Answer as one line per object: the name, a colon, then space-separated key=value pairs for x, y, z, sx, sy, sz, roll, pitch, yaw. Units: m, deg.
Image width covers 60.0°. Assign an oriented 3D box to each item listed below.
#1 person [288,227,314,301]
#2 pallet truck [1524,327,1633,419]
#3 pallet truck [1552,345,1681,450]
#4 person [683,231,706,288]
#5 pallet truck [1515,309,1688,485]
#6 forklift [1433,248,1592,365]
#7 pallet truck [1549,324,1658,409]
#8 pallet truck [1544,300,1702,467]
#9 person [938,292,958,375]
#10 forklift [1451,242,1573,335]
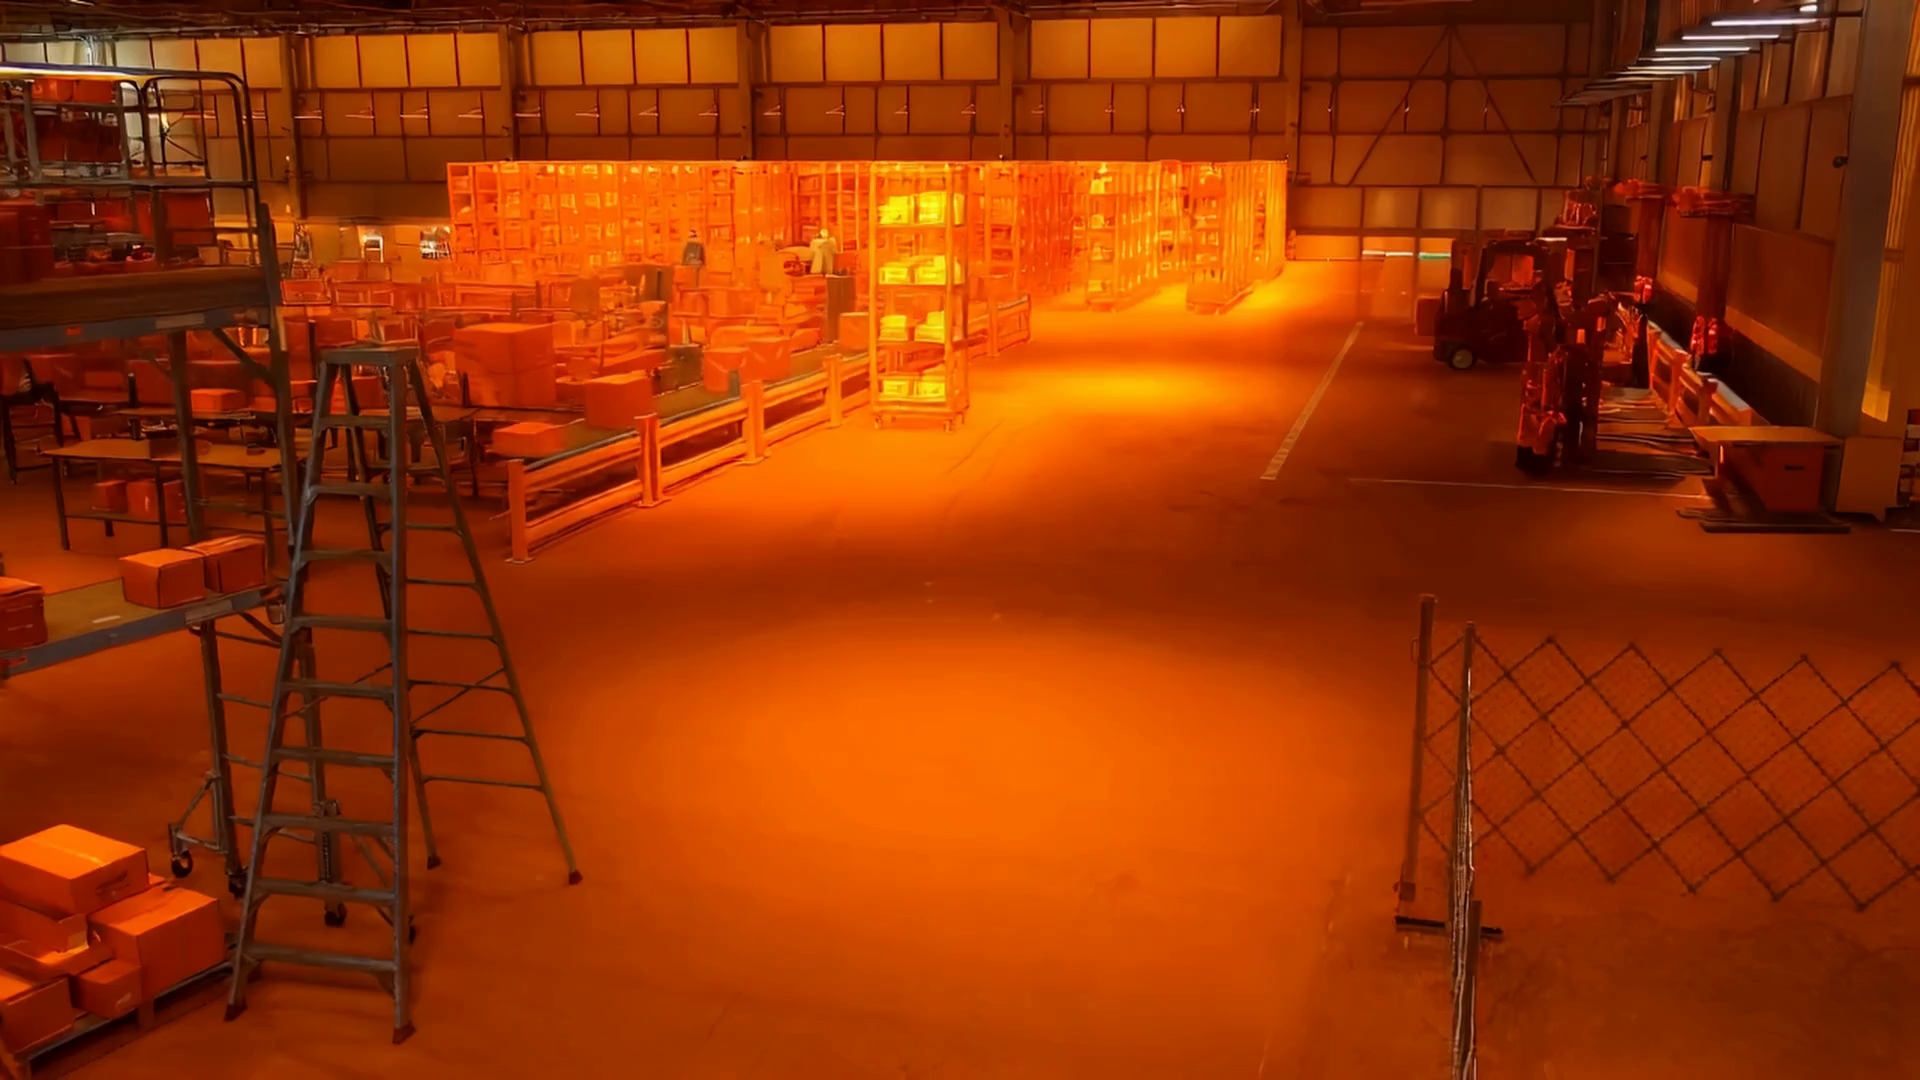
person: x=-16.954 y=-7.057 z=42.802 sx=0.611 sy=1.948 sz=0.392 roll=-7 pitch=15 yaw=-28
pallet truck: x=9.065 y=-2.460 z=24.370 sx=1.522 sy=1.261 sz=0.704 roll=3 pitch=13 yaw=14
pallet truck: x=8.641 y=-1.896 z=21.908 sx=1.630 sy=1.274 sz=0.653 roll=4 pitch=14 yaw=16
person: x=-6.976 y=-7.188 z=43.678 sx=0.608 sy=1.807 sz=0.660 roll=-1 pitch=13 yaw=-4
pallet truck: x=7.554 y=-1.677 z=19.446 sx=1.885 sy=1.965 sz=0.823 roll=3 pitch=13 yaw=14
forklift: x=9.780 y=-4.111 z=29.280 sx=2.680 sy=1.987 sz=1.157 roll=3 pitch=13 yaw=14
pallet truck: x=9.824 y=-2.669 z=25.407 sx=1.601 sy=1.201 sz=0.680 roll=4 pitch=14 yaw=16
pallet truck: x=8.263 y=-1.952 z=20.631 sx=1.885 sy=1.965 sz=0.823 roll=5 pitch=14 yaw=20
person: x=-0.235 y=-3.553 z=27.483 sx=0.403 sy=2.035 sz=0.603 roll=0 pitch=13 yaw=-1
forklift: x=10.464 y=-4.597 z=31.405 sx=2.680 sy=1.987 sz=1.157 roll=4 pitch=14 yaw=16
